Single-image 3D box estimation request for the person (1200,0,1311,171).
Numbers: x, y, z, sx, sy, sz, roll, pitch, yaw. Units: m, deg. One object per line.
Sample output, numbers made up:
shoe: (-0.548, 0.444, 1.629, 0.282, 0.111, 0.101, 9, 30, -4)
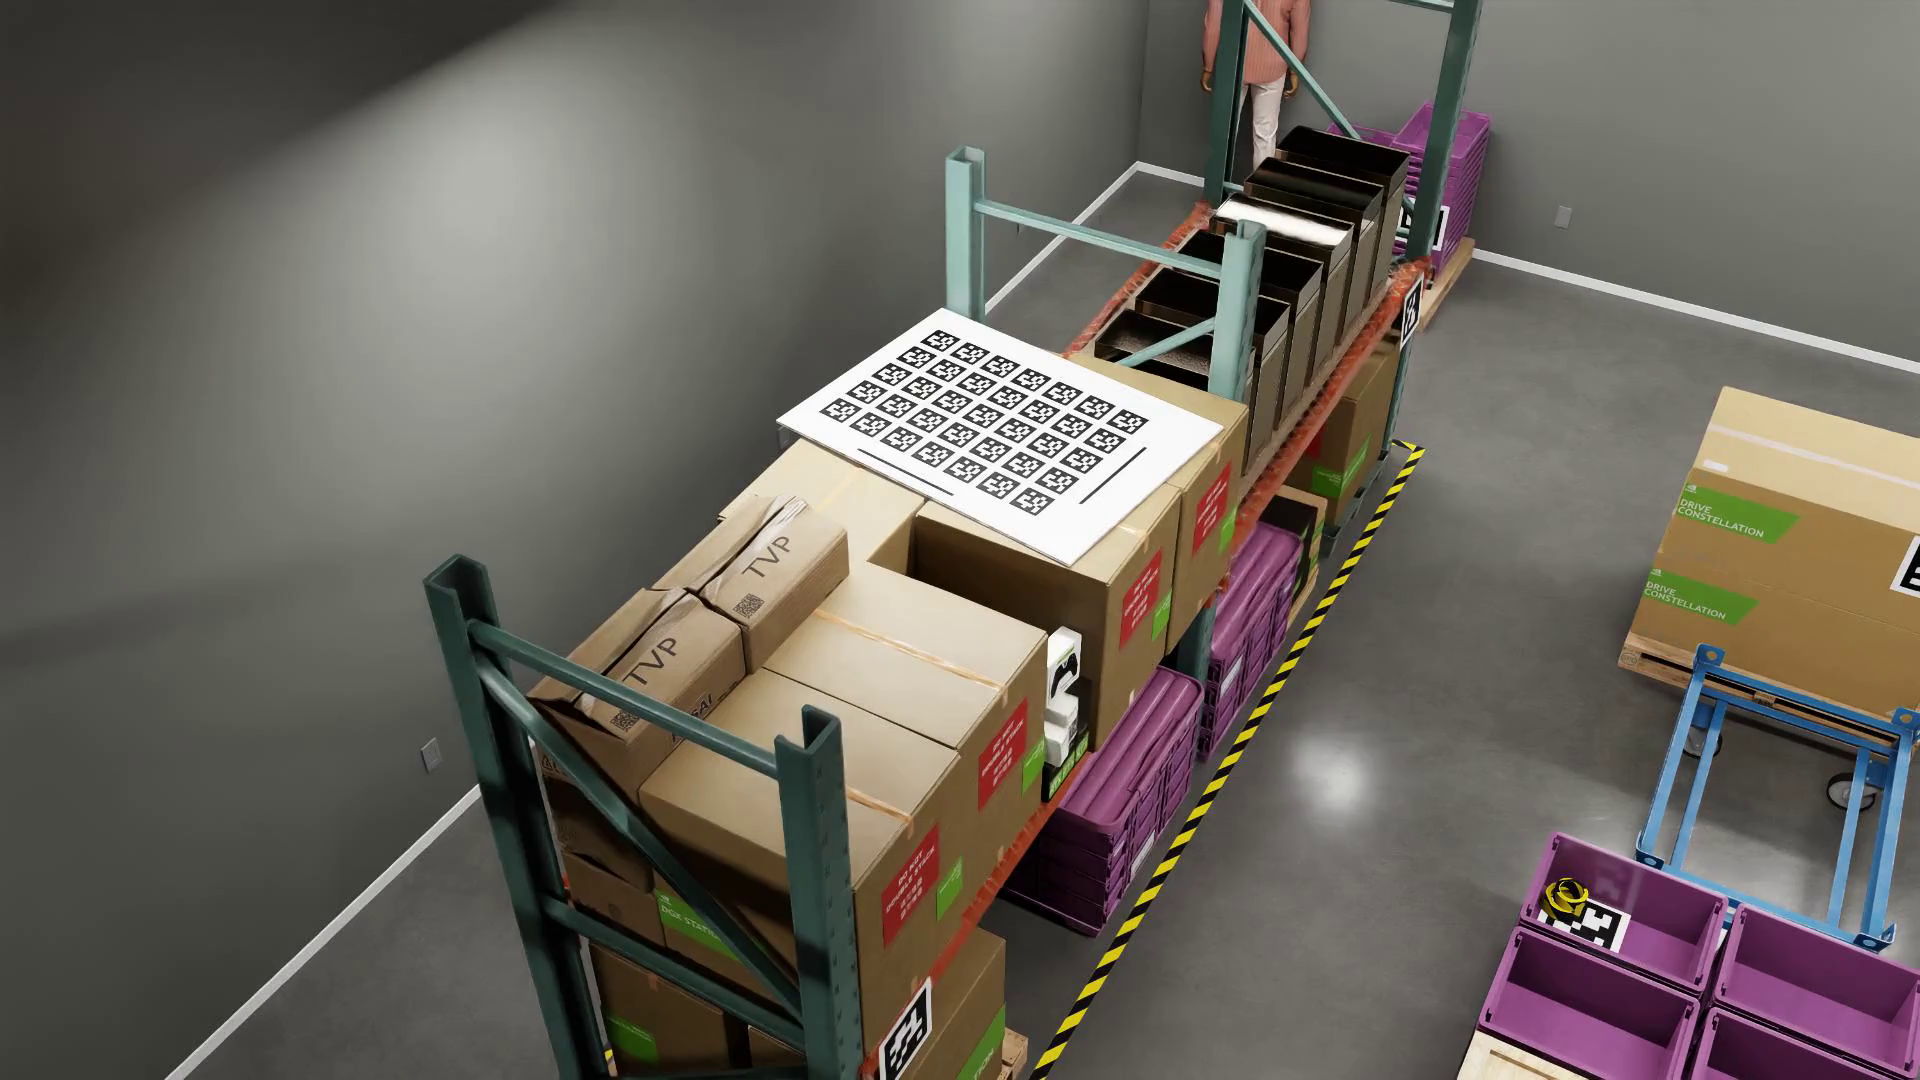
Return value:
person: (1.743, -2.832, 9.929, 0.620, 1.994, 0.381, 4, 40, 5)
